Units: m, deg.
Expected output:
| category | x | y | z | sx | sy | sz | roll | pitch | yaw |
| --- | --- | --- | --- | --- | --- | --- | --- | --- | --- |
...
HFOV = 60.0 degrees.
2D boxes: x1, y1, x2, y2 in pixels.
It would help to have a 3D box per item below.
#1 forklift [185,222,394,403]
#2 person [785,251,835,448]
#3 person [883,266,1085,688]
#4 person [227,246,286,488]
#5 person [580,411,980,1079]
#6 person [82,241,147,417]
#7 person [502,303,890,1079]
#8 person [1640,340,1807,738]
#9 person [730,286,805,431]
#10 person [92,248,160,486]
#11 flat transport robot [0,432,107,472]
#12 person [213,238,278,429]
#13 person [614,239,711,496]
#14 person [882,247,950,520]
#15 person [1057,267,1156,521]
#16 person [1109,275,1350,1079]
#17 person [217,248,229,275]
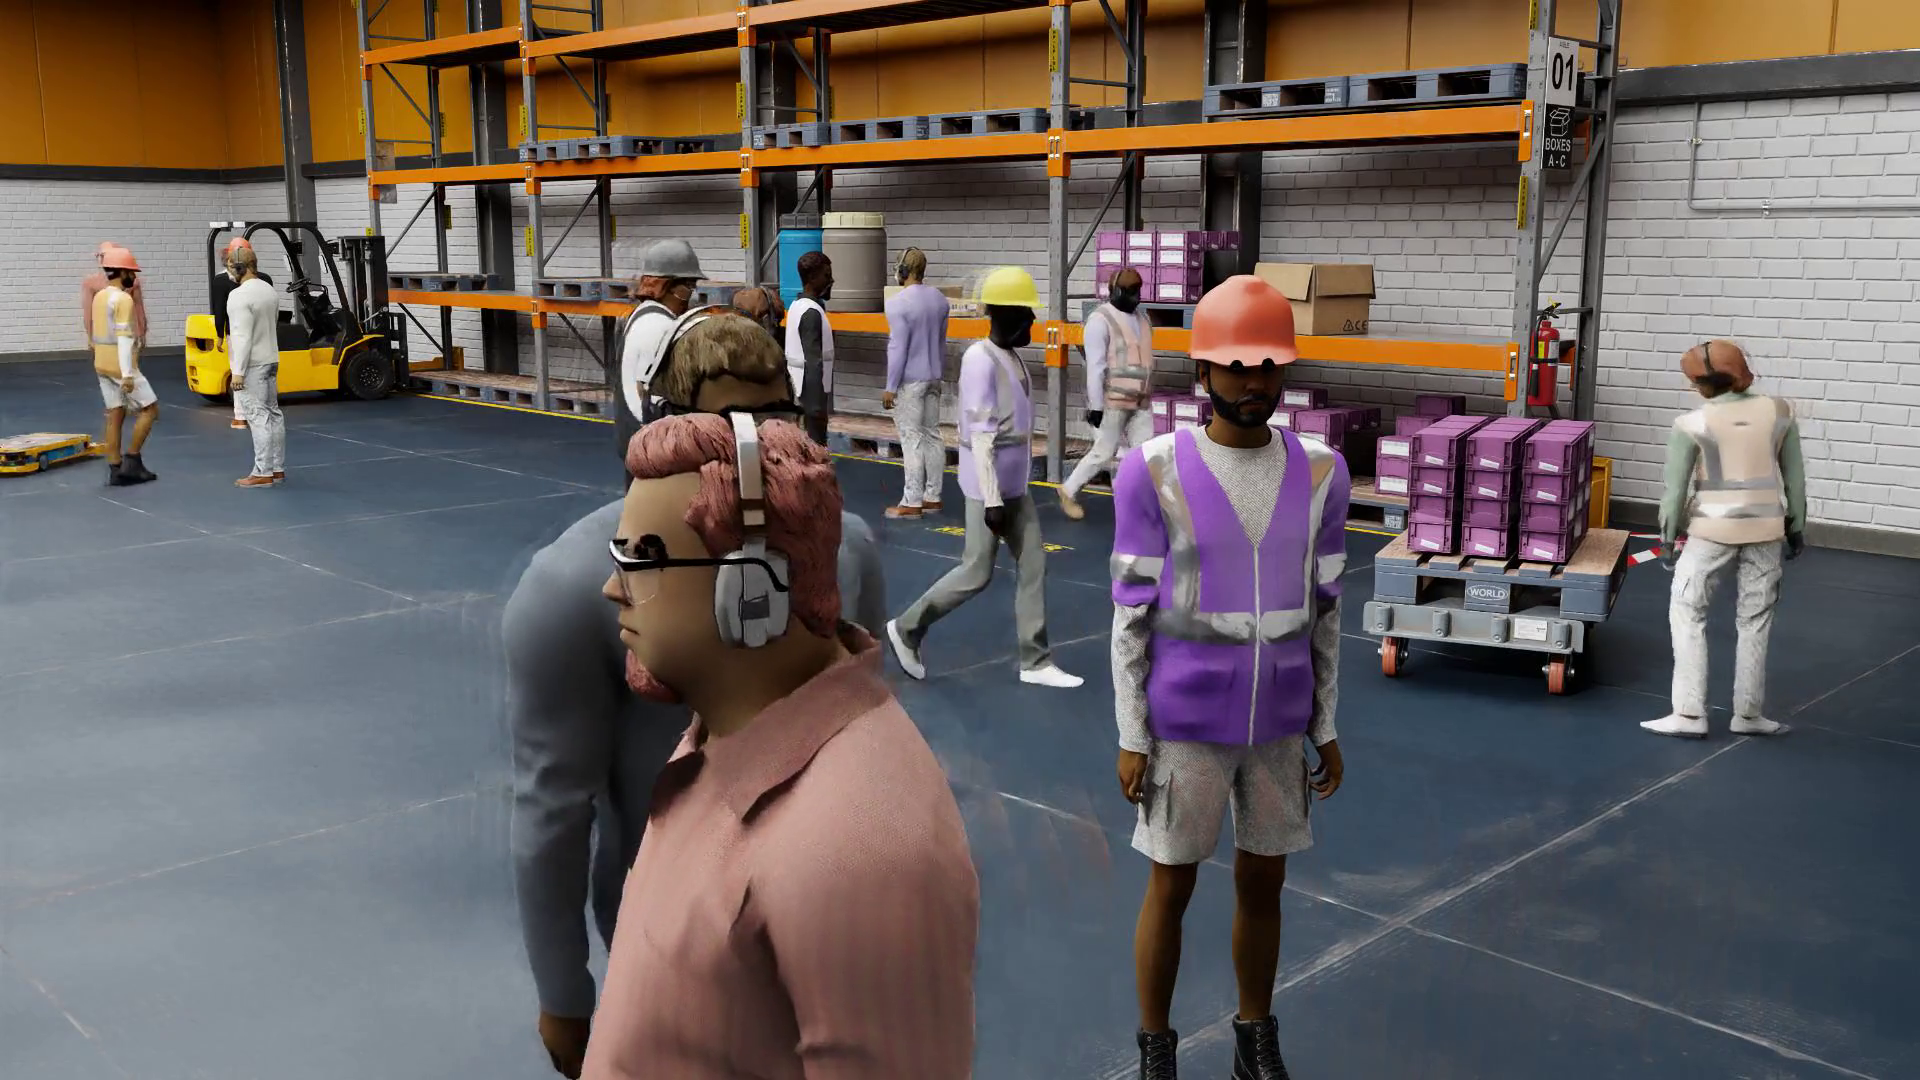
| category | x | y | z | sx | sy | sz | roll | pitch | yaw |
| --- | --- | --- | --- | --- | --- | --- | --- | --- | --- |
| forklift | -8.169 | -2.758 | 20.163 | 2.313 | 2.155 | 1.214 | -10 | 14 | -44 |
| person | -0.994 | -0.938 | 10.992 | 0.375 | 1.917 | 0.598 | -2 | 11 | -13 |
| person | 0.100 | -0.269 | 7.431 | 0.847 | 1.899 | 0.589 | 4 | 11 | 23 |
| person | -5.680 | -1.385 | 13.384 | 0.373 | 1.936 | 0.629 | 0 | 10 | 1 |
| person | -0.191 | 0.781 | 1.821 | 1.013 | 1.857 | 0.655 | -2 | 11 | -12 |
| person | -9.318 | -2.312 | 18.396 | 0.638 | 1.968 | 0.812 | -8 | 13 | -37 |
| person | -0.331 | 0.611 | 2.534 | 0.430 | 1.928 | 0.632 | 10 | 14 | 42 |
| person | 3.100 | 0.009 | 6.683 | 0.608 | 1.611 | 0.324 | 1 | 10 | 4 |
| person | -0.966 | -0.183 | 7.178 | 0.821 | 1.819 | 0.615 | -8 | 13 | -38 |
| person | -6.762 | -1.397 | 13.492 | 0.565 | 1.914 | 0.509 | 8 | 13 | 38 |
| flat transport robot | -8.185 | -0.775 | 14.600 | 0.652 | 0.197 | 1.431 | 0 | 10 | 1 |
| person | -7.508 | -2.169 | 17.493 | 0.624 | 1.992 | 0.386 | -8 | 13 | -37 |
| person | -1.313 | -0.475 | 8.134 | 0.938 | 2.000 | 0.710 | -4 | 11 | -19 |
| person | -0.326 | -1.115 | 11.901 | 0.371 | 1.940 | 0.627 | 7 | 13 | 35 |
| person | 1.062 | -0.970 | 11.468 | 0.632 | 1.814 | 0.842 | -10 | 14 | -43 |
| person | 0.605 | 0.391 | 3.693 | 0.545 | 1.938 | 0.361 | -2 | 11 | -12 |
| person | -9.574 | -2.913 | 21.978 | 0.738 | 1.858 | 0.351 | 9 | 14 | 41 |
